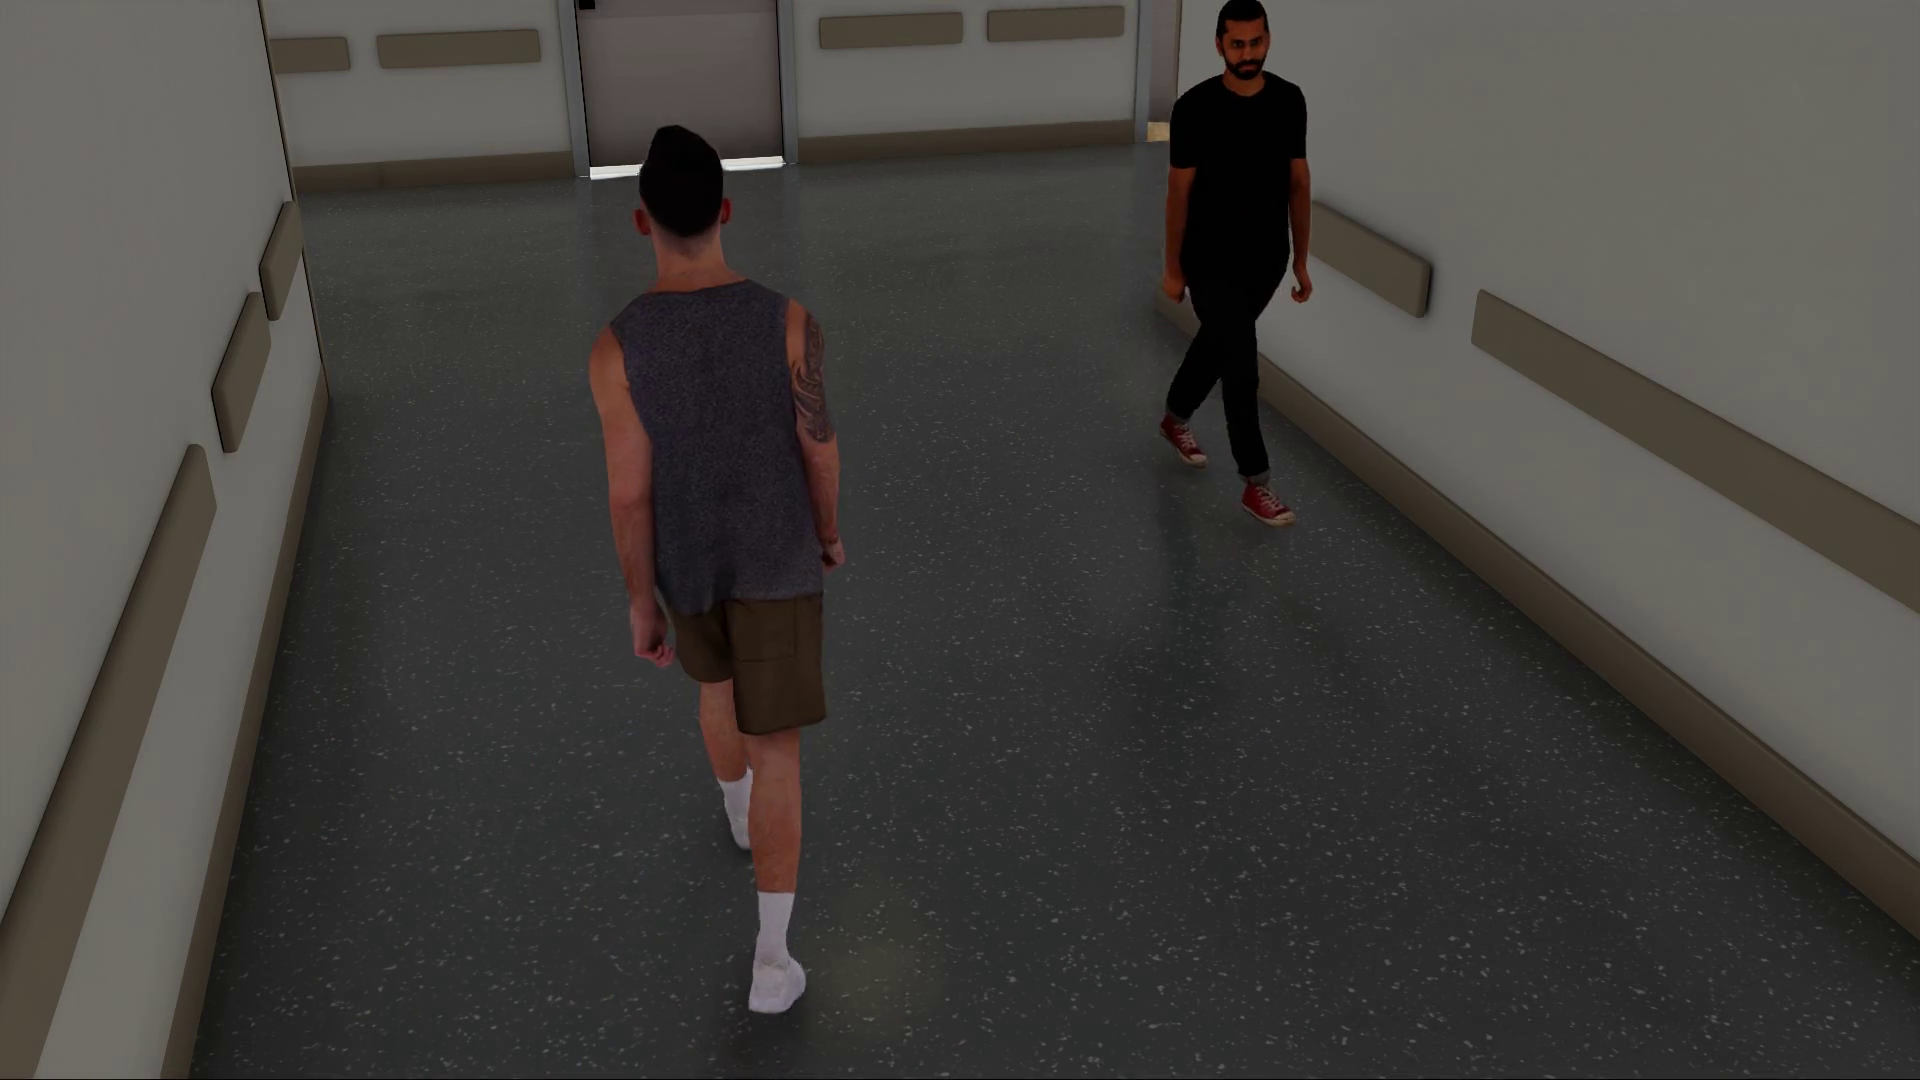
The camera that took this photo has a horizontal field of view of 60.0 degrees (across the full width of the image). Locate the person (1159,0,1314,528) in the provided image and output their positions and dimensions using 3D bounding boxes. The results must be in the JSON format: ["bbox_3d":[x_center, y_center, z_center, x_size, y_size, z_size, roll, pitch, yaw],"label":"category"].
[{"bbox_3d":[0.908,-0.969,5.758,1.135,1.709,0.824,-11,28,-21],"label":"person"}]

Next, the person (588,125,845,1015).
[{"bbox_3d":[-0.456,0.116,3.441,1.198,1.800,0.865,-2,26,-3],"label":"person"}]
